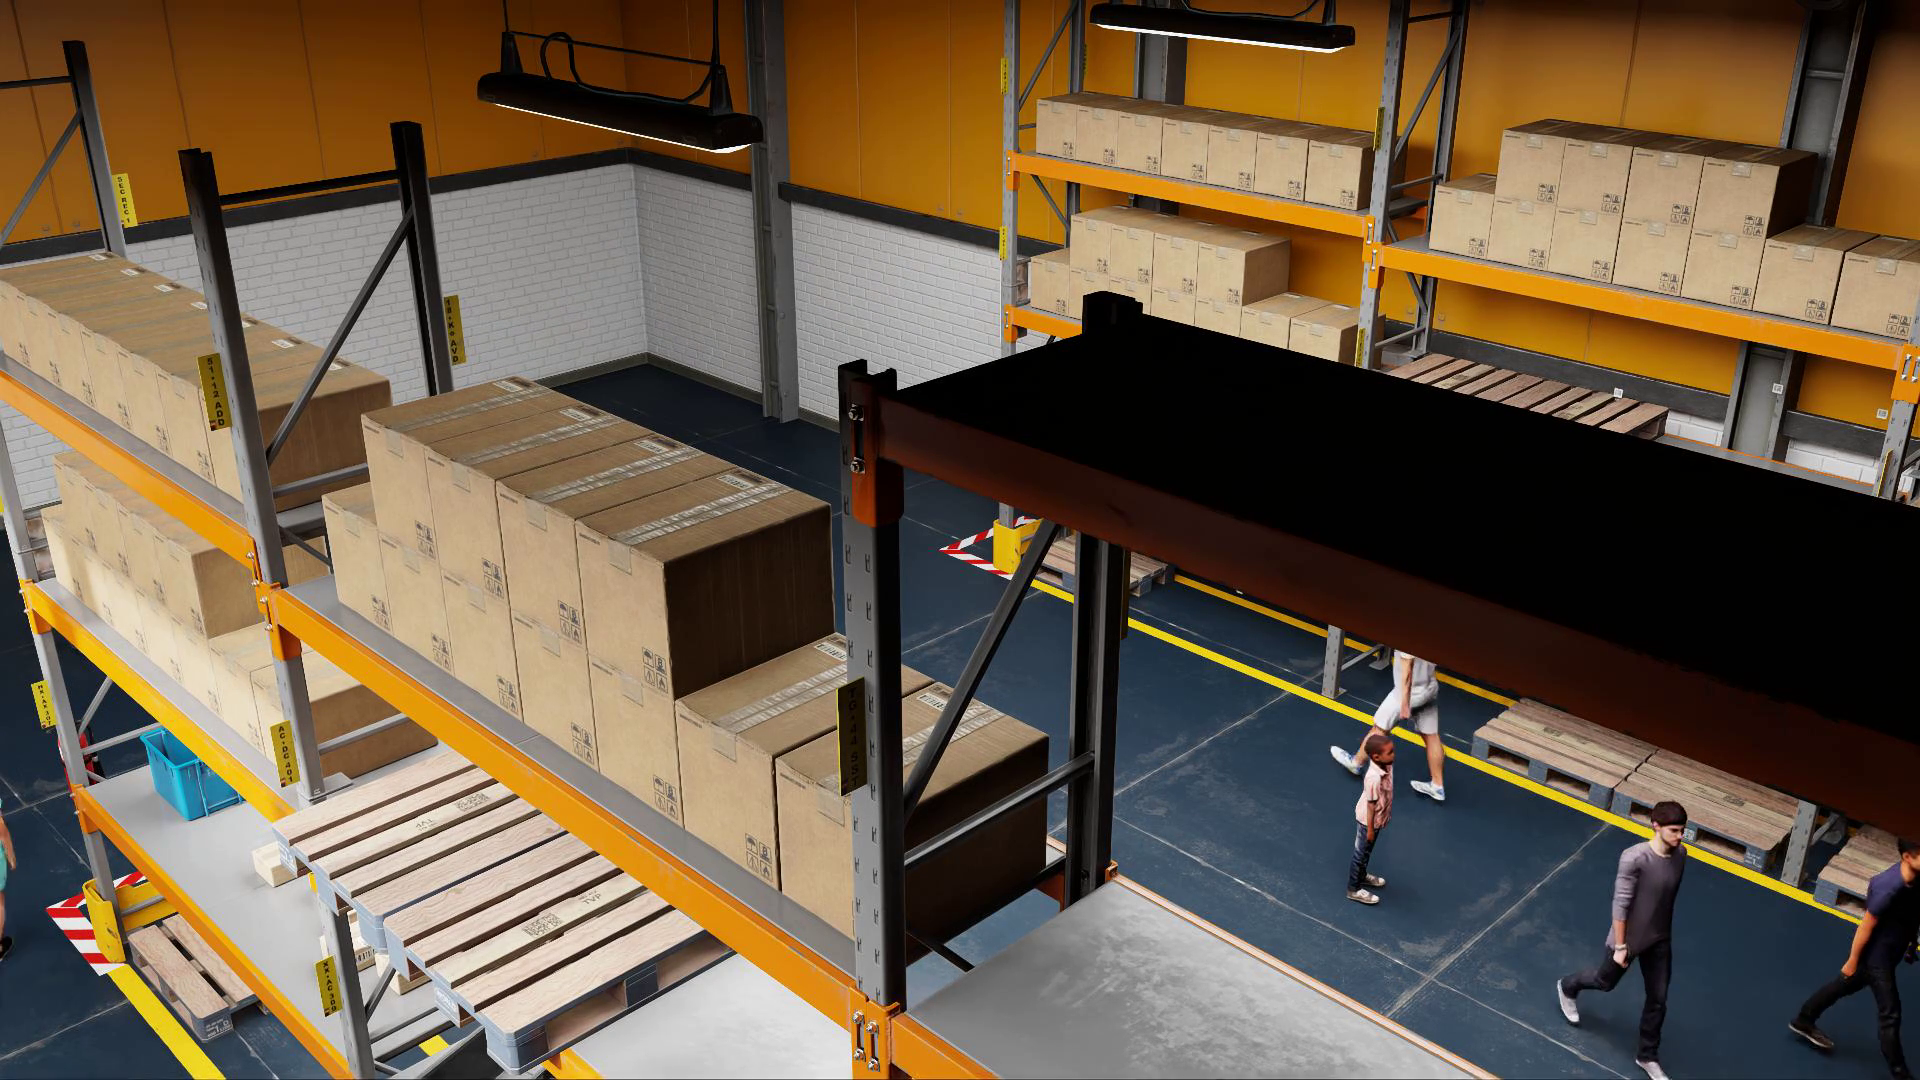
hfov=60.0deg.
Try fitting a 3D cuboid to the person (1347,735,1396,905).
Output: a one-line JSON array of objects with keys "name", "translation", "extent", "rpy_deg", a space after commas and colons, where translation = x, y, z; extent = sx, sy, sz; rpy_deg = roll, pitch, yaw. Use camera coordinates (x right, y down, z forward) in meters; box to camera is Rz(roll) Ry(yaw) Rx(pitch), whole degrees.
[{"name": "person", "translation": [2.937, 1.971, 11.911], "extent": [0.559, 1.306, 0.549], "rpy_deg": [10, 26, 22]}]

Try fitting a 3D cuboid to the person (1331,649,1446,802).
[{"name": "person", "translation": [3.642, 1.218, 13.011], "extent": [1.166, 1.806, 0.718], "rpy_deg": [21, 31, 39]}]

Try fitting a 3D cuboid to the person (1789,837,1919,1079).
[{"name": "person", "translation": [5.544, 2.492, 10.172], "extent": [0.743, 1.744, 1.173], "rpy_deg": [-18, 29, -35]}]

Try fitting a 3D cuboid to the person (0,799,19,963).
[{"name": "person", "translation": [-6.578, 2.178, 11.143], "extent": [0.667, 1.542, 0.720], "rpy_deg": [-2, 24, -5]}]

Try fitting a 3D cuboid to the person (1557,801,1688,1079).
[{"name": "person", "translation": [4.141, 2.390, 10.310], "extent": [1.036, 1.821, 1.261], "rpy_deg": [-7, 25, -15]}]
